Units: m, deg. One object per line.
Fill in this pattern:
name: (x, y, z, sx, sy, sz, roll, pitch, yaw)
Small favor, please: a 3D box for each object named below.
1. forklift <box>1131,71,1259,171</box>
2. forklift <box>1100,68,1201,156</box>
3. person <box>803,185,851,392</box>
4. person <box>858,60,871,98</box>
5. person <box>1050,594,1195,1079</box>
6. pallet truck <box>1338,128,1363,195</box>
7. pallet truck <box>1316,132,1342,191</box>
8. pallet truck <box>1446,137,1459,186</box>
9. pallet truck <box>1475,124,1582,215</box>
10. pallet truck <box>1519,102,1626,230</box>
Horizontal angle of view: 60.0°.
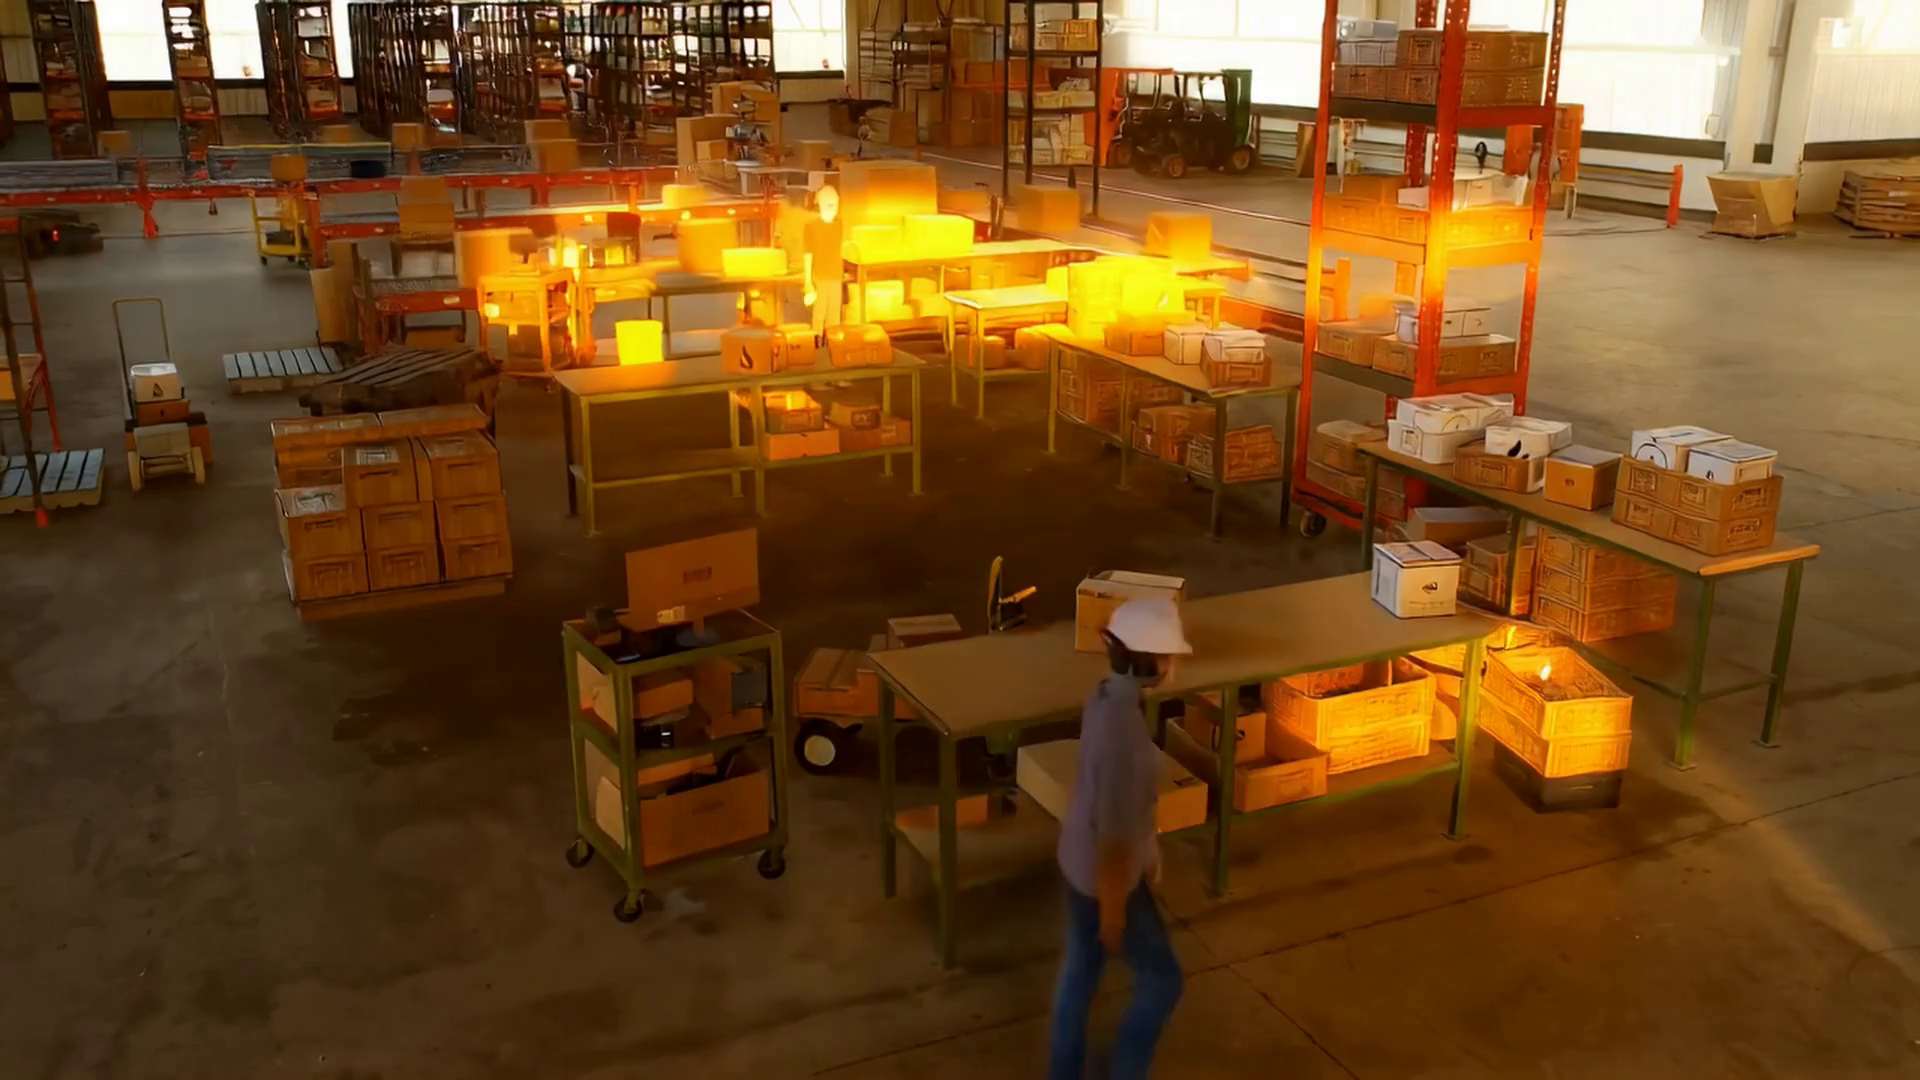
forklift: (4.998, -8.936, 35.413, 2.680, 1.987, 1.157, -9, 20, -25)
forklift: (4.082, -9.564, 37.410, 2.680, 1.987, 1.157, -8, 19, -23)
person: (-1.215, -2.302, 15.229, 0.309, 1.868, 0.535, 13, 22, 35)
person: (-2.895, -13.580, 50.575, 0.400, 1.987, 0.608, -6, 19, -19)
person: (0.507, 0.999, 5.024, 0.527, 1.741, 0.519, -2, 18, -7)
pallet truck: (7.845, -7.140, 31.411, 1.522, 1.261, 0.704, -9, 20, -25)
pallet truck: (7.723, -7.504, 32.656, 1.601, 1.201, 0.680, -8, 19, -23)
pallet truck: (9.184, -6.485, 29.328, 1.630, 1.274, 0.653, -8, 19, -23)
pallet truck: (9.707, -6.455, 28.103, 1.885, 1.965, 0.823, -7, 19, -20)
pallet truck: (9.972, -6.037, 26.785, 1.885, 1.965, 0.823, -9, 20, -25)
